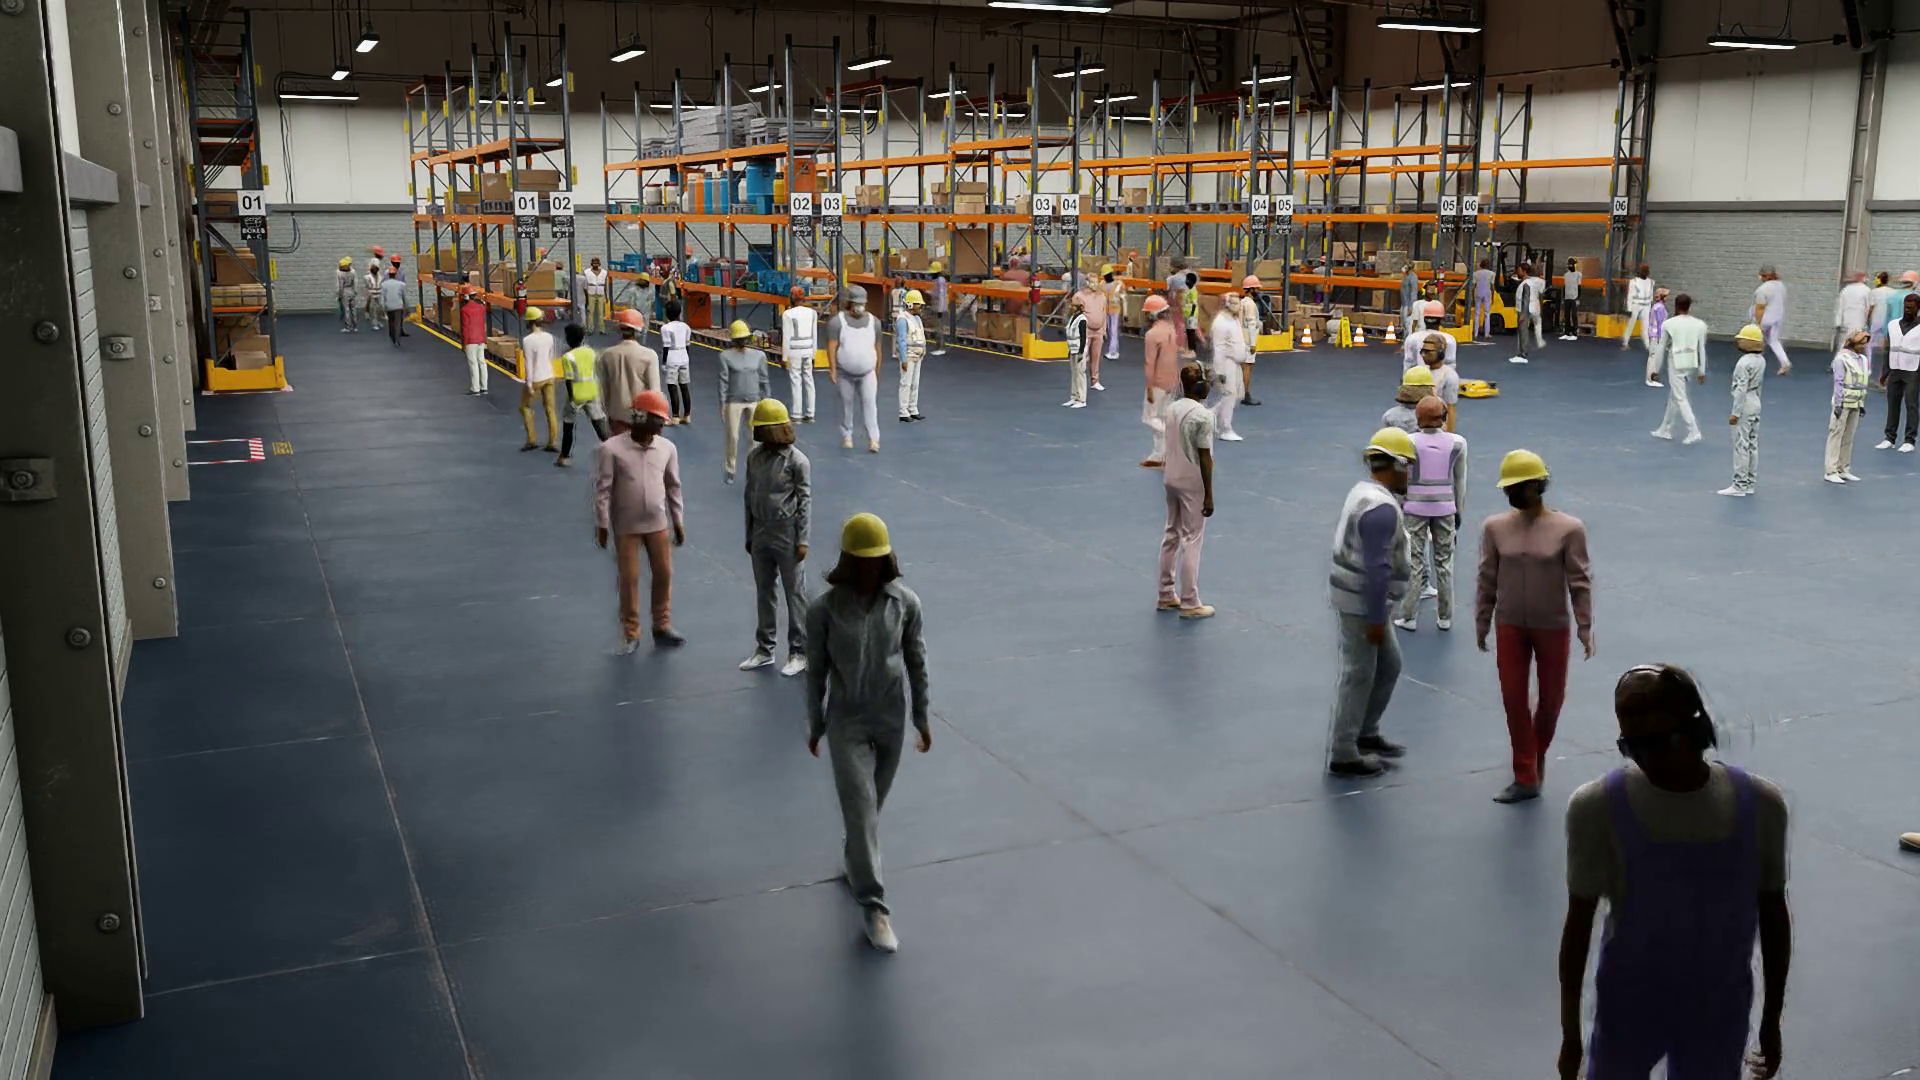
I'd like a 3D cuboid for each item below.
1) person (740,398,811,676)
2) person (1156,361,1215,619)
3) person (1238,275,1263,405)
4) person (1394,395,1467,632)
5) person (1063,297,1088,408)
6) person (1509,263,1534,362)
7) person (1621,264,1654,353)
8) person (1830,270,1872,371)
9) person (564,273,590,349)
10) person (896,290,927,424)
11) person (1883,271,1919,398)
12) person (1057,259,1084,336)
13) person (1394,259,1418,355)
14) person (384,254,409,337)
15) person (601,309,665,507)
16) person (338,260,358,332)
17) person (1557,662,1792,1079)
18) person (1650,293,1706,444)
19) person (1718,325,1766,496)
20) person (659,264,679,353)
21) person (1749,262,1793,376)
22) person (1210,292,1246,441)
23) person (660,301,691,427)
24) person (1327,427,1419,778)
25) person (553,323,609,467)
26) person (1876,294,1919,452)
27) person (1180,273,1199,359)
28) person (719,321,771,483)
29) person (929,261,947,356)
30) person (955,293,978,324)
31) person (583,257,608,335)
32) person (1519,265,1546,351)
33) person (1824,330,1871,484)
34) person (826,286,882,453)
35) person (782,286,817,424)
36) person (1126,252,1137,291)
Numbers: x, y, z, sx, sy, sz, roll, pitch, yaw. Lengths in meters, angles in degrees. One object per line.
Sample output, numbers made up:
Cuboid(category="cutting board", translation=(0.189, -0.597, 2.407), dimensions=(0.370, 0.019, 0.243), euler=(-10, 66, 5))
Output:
Cuboid(category="person", translation=(-1.156, -0.019, 10.396), dimensions=(0.486, 1.740, 0.313), euler=(7, 13, 32))
Cuboid(category="person", translation=(1.633, -0.358, 11.887), dimensions=(0.349, 1.837, 0.502), euler=(-6, 13, -29))
Cuboid(category="person", translation=(4.363, -3.005, 25.054), dimensions=(0.353, 1.942, 0.545), euler=(-1, 11, -5))
Cuboid(category="person", translation=(3.218, -0.175, 11.452), dimensions=(0.514, 1.636, 0.315), euler=(0, 11, 0))
Cuboid(category="person", translation=(1.739, -2.781, 24.689), dimensions=(0.307, 1.641, 0.512), euler=(-3, 12, -17))
Cuboid(category="person", translation=(10.895, -4.391, 32.160), dimensions=(0.392, 1.920, 0.588), euler=(3, 11, 13))
Cuboid(category="person", translation=(14.085, -4.797, 34.472), dimensions=(0.596, 1.830, 1.011), euler=(-2, 11, -9))
Cuboid(category="person", translation=(16.075, -3.917, 29.909), dimensions=(0.949, 1.862, 0.624), euler=(-2, 11, -12))
Cuboid(category="person", translation=(-8.109, -4.971, 35.225), dimensions=(0.520, 1.874, 0.332), euler=(-1, 11, -6))
Cuboid(category="person", translation=(-0.666, -2.516, 22.882), dimensions=(0.403, 1.824, 0.591), euler=(5, 12, 22))
Cuboid(category="person", translation=(14.739, -3.190, 25.899), dimensions=(0.464, 1.981, 0.664), euler=(-4, 12, -20))
Cuboid(category="person", translation=(2.562, -5.635, 38.791), dimensions=(0.612, 1.790, 0.883), euler=(-4, 12, -21))
Cuboid(category="person", translation=(9.118, -4.740, 33.880), dimensions=(0.361, 1.938, 0.635), euler=(0, 11, 0))
Cuboid(category="person", translation=(-13.084, -5.673, 38.663), dimensions=(0.400, 1.928, 0.543), euler=(6, 13, 29))
Cuboid(category="person", translation=(-3.074, -1.204, 15.820), dimensions=(0.661, 1.967, 0.701), euler=(3, 12, 17))
Cuboid(category="person", translation=(-14.959, -5.947, 40.540), dimensions=(0.309, 1.734, 0.484), euler=(6, 12, 26))
Cuboid(category="person", translation=(1.743, 1.178, 4.145), dimensions=(0.569, 1.815, 0.413), euler=(1, 11, 7))
Cuboid(category="person", translation=(9.129, -2.164, 20.975), dimensions=(0.586, 1.876, 0.974), euler=(-4, 12, -18))
Cuboid(category="person", translation=(8.008, -1.321, 17.014), dimensions=(0.498, 1.743, 0.305), euler=(-10, 15, -41))
Cuboid(category="person", translation=(-5.941, -4.715, 33.987), dimensions=(0.374, 1.843, 0.568), euler=(-5, 12, -25))
Cuboid(category="person", translation=(14.321, -3.926, 29.485), dimensions=(0.687, 2.000, 0.872), euler=(-5, 12, -23))
Cuboid(category="person", translation=(3.372, -2.196, 21.074), dimensions=(0.492, 1.887, 0.662), euler=(5, 12, 26))
Cuboid(category="person", translation=(-3.861, -2.388, 22.541), dimensions=(0.317, 1.695, 0.540), euler=(7, 13, 31))
Cuboid(category="person", translation=(2.140, 0.319, 8.574), dimensions=(0.482, 1.795, 0.599), euler=(2, 11, 9))
Cuboid(category="person", translation=(-4.236, -1.613, 18.722), dimensions=(0.903, 1.653, 0.525), euler=(9, 14, 40))
Cuboid(category="person", translation=(11.485, -2.028, 20.179), dimensions=(0.397, 1.911, 0.587), euler=(-6, 13, -29))
Cuboid(category="person", translation=(4.570, -4.453, 33.032), dimensions=(0.318, 1.699, 0.535), euler=(-1, 11, -6))
Cuboid(category="person", translation=(-2.289, -1.459, 17.726), dimensions=(0.577, 1.743, 0.446), euler=(-4, 12, -18))
Cuboid(category="person", translation=(-0.481, -4.699, 33.773), dimensions=(0.400, 1.902, 0.691), euler=(-3, 12, -15))
Cuboid(category="person", translation=(0.224, -6.532, 43.259), dimensions=(0.636, 1.829, 0.624), euler=(9, 14, 40))
Cuboid(category="person", translation=(-8.614, -5.771, 39.371), dimensions=(0.565, 1.840, 0.390), euler=(-5, 12, -26))
Cuboid(category="person", translation=(12.019, -4.856, 34.833), dimensions=(0.533, 1.791, 0.950), euler=(11, 15, 43))
Cuboid(category="person", translation=(9.521, -1.432, 17.831), dimensions=(0.512, 1.640, 0.309), euler=(-7, 13, -32))
Cuboid(category="person", translation=(-1.262, -2.092, 20.164), dimensions=(0.700, 2.000, 0.726), euler=(-2, 11, -11))
Cuboid(category="person", translation=(-2.193, -2.525, 22.765), dimensions=(0.582, 1.882, 0.341), euler=(-11, 15, -43))
Cuboid(category="person", translation=(4.971, -7.419, 47.963), dimensions=(0.327, 1.753, 0.560), euler=(-2, 11, -8))
